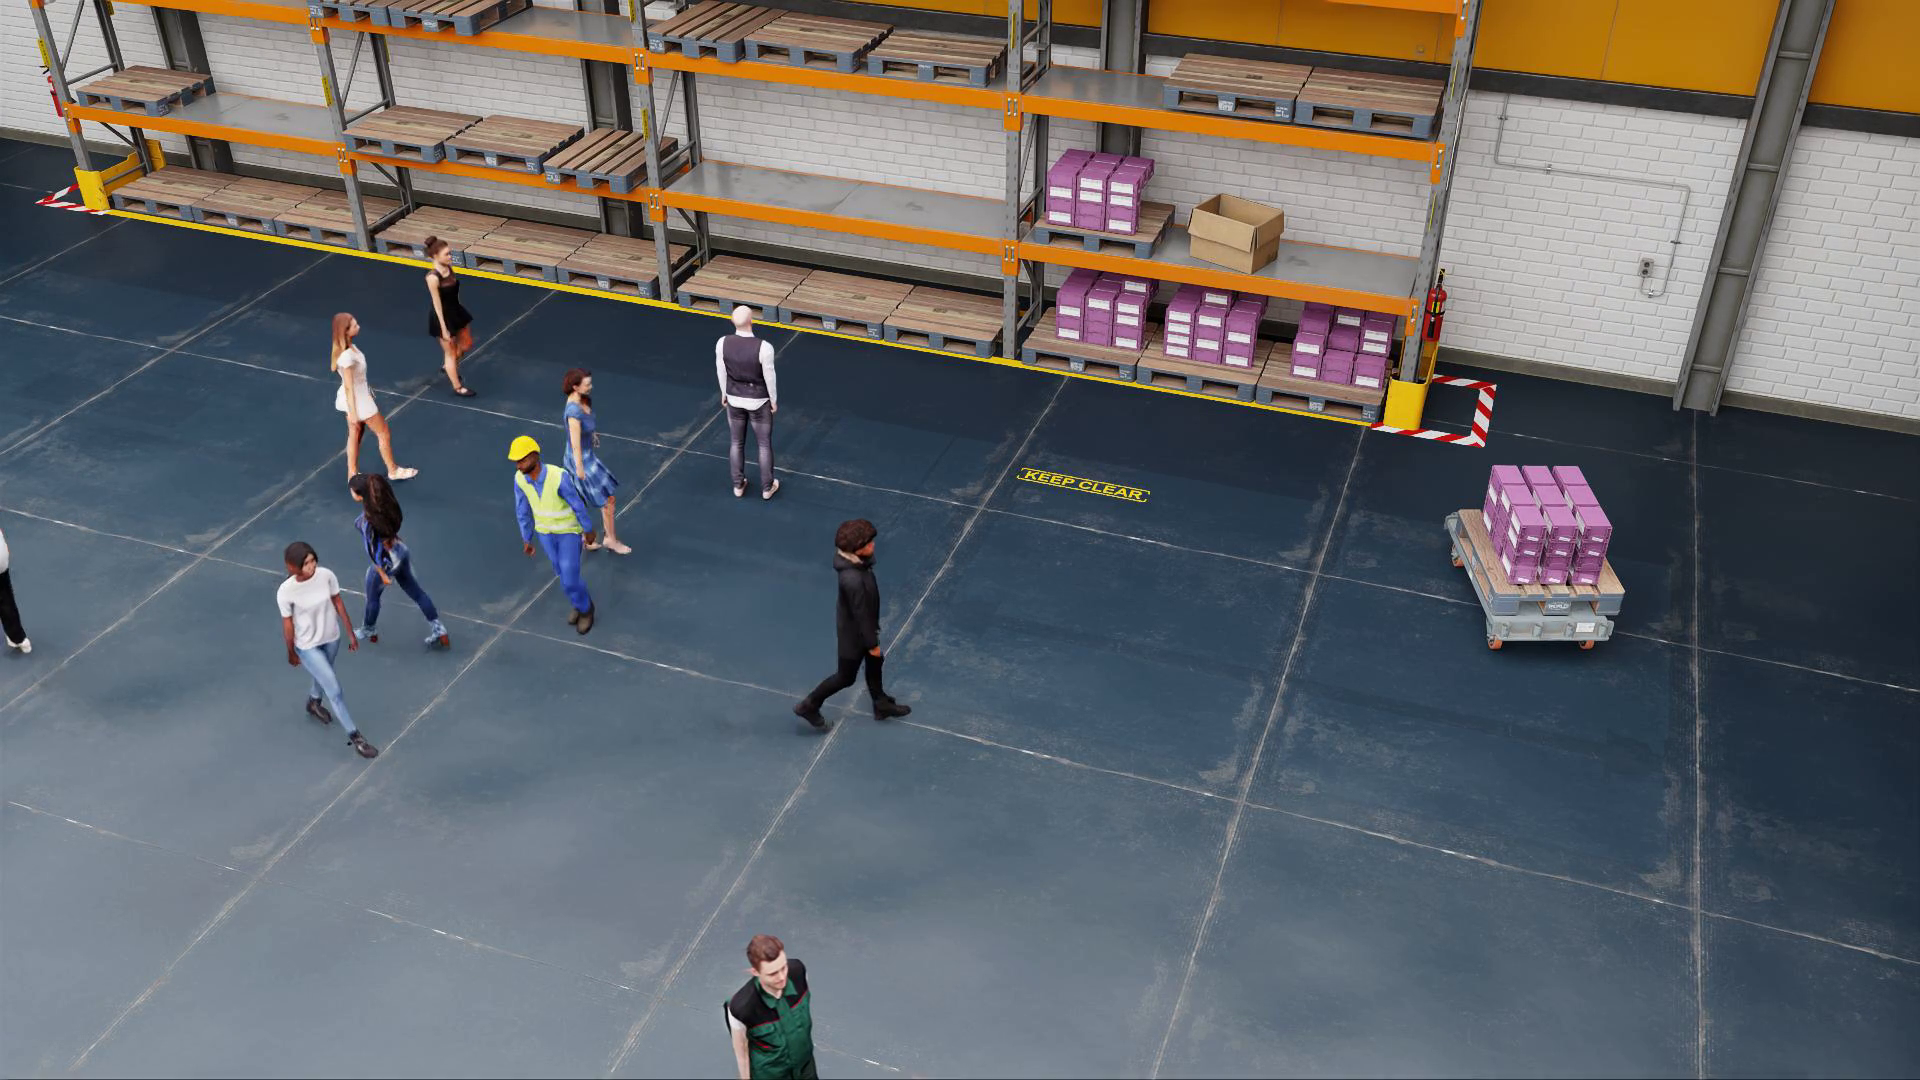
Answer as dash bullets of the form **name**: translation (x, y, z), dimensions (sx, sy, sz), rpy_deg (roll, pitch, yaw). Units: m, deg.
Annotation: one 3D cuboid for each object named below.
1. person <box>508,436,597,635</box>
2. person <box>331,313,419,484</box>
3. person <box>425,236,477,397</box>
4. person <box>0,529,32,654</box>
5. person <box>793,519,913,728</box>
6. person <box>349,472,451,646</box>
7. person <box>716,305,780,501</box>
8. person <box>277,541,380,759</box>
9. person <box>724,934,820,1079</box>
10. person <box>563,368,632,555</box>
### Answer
- **person**: translation (-3.084, -0.095, 12.982), dimensions (0.676, 1.770, 0.732), rpy_deg (8, 34, 12)
- **person**: translation (-5.440, -1.218, 14.758), dimensions (0.965, 1.674, 0.888), rpy_deg (-12, 36, -18)
- **person**: translation (-5.055, -2.174, 16.196), dimensions (0.648, 1.675, 0.595), rpy_deg (10, 35, 15)
- **person**: translation (-7.478, 0.171, 12.681), dimensions (1.045, 1.660, 0.822), rpy_deg (21, 39, 28)
- **person**: translation (-0.818, 0.651, 11.875), dimensions (1.174, 1.754, 0.876), rpy_deg (0, 34, 0)
- **person**: translation (-4.294, 0.181, 12.741), dimensions (1.048, 1.577, 0.704), rpy_deg (7, 34, 10)
- **person**: translation (-1.857, -1.201, 14.600), dimensions (0.575, 1.820, 0.775), rpy_deg (6, 34, 9)
- **person**: translation (-4.604, 0.716, 11.851), dimensions (1.198, 1.671, 0.801), rpy_deg (22, 39, 29)
- **person**: translation (-0.945, 2.719, 8.682), dimensions (0.726, 1.842, 0.721), rpy_deg (28, 43, 36)
- **person**: translation (-3.173, -0.603, 13.726), dimensions (0.934, 1.792, 0.880), rpy_deg (-8, 34, -12)
